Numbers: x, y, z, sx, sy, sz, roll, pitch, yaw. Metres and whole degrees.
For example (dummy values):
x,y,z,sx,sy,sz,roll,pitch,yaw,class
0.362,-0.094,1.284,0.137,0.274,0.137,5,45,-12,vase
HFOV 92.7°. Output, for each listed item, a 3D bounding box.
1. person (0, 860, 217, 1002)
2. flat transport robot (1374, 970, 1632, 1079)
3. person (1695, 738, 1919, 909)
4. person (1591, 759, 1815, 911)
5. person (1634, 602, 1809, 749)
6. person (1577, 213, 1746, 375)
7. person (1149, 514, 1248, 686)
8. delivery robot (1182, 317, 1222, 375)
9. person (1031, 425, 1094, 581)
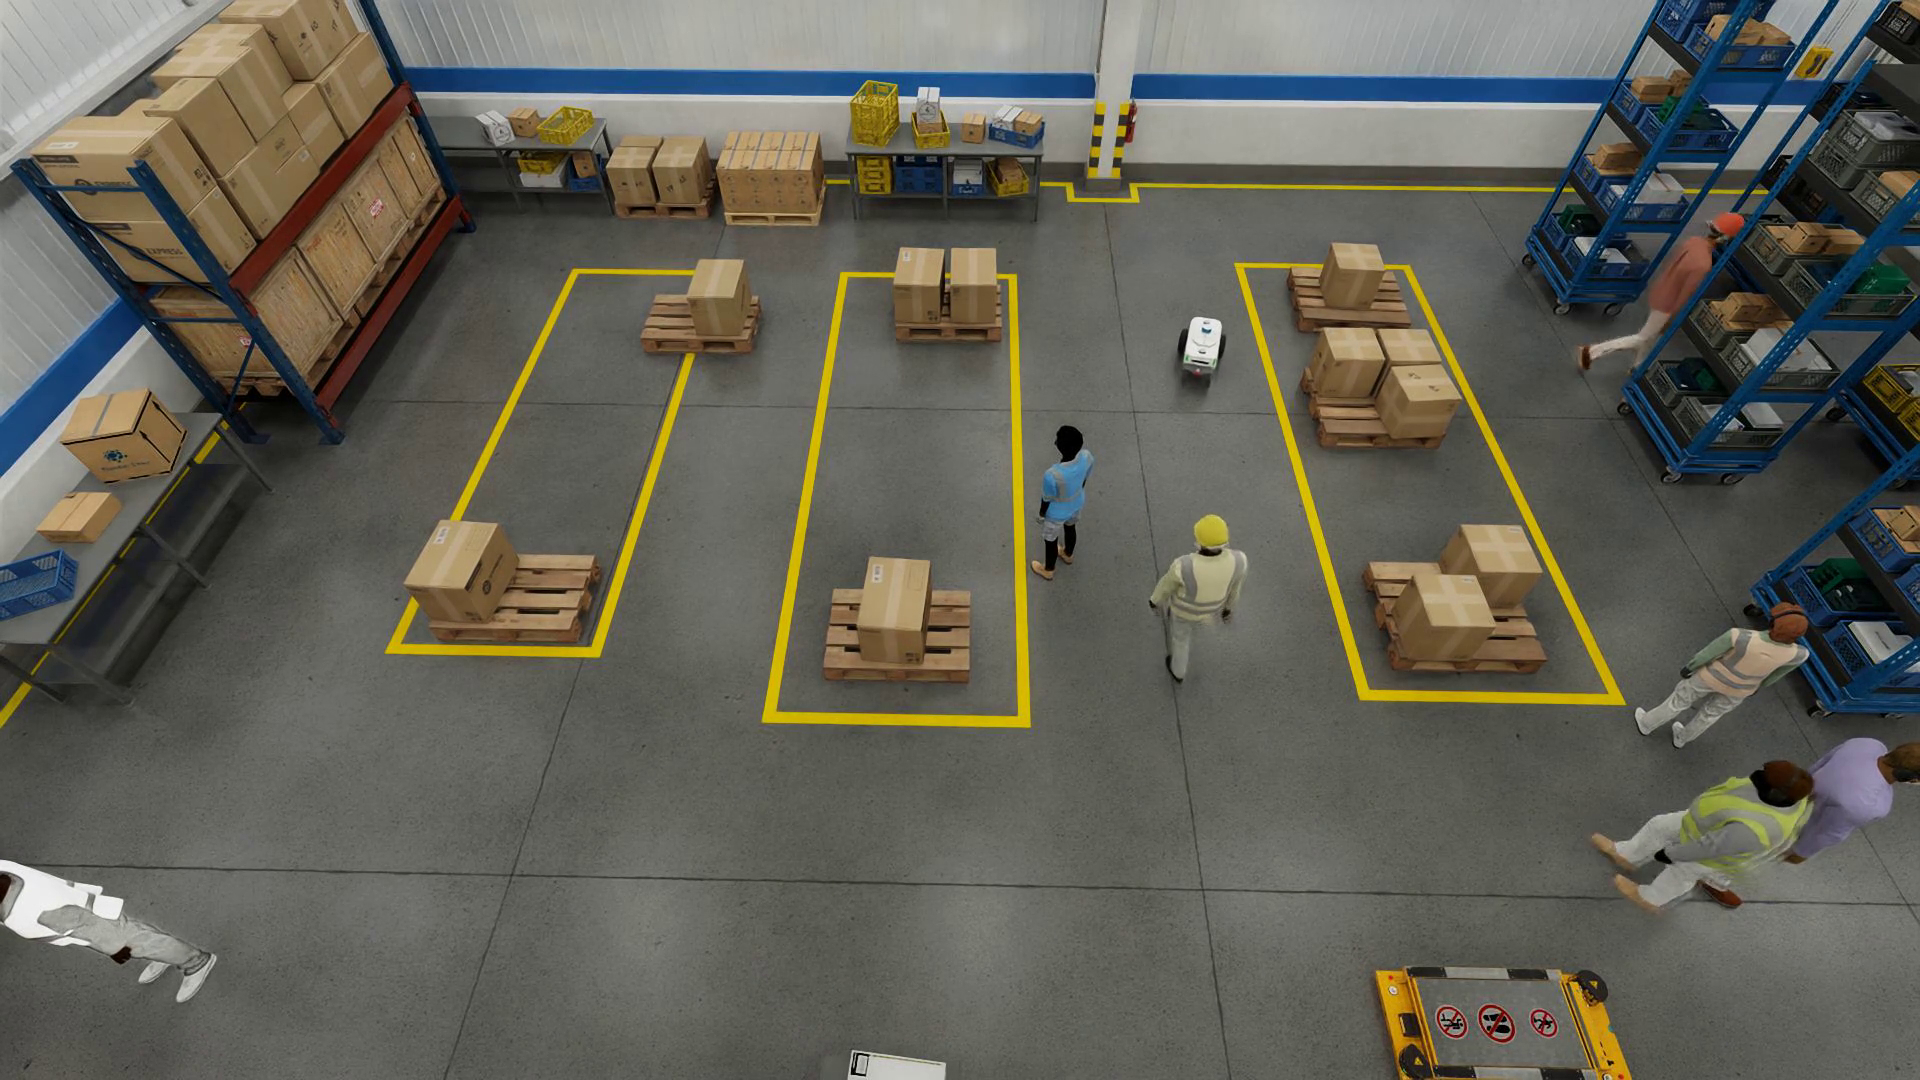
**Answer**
x,y,z,sx,sy,sz,roll,pitch,yaw,class
-5.266,2.319,5.524,0.587,1.917,0.392,18,53,14,person
3.501,3.133,5.914,1.431,0.197,0.652,1,51,1,flat transport robot
5.476,1.801,5.934,0.372,1.937,0.627,28,56,21,person
4.746,1.859,5.956,0.646,1.818,0.672,-36,59,-26,person
5.630,1.031,6.756,0.500,1.633,0.313,20,53,15,person
7.212,-2.454,9.396,0.900,1.951,0.636,15,52,12,person
1.787,0.387,7.168,0.622,1.799,0.752,-9,51,-7,person
2.637,-2.122,9.952,0.477,0.478,0.707,12,51,10,delivery robot
0.871,-0.304,7.808,0.525,1.690,0.319,-35,59,-25,person
